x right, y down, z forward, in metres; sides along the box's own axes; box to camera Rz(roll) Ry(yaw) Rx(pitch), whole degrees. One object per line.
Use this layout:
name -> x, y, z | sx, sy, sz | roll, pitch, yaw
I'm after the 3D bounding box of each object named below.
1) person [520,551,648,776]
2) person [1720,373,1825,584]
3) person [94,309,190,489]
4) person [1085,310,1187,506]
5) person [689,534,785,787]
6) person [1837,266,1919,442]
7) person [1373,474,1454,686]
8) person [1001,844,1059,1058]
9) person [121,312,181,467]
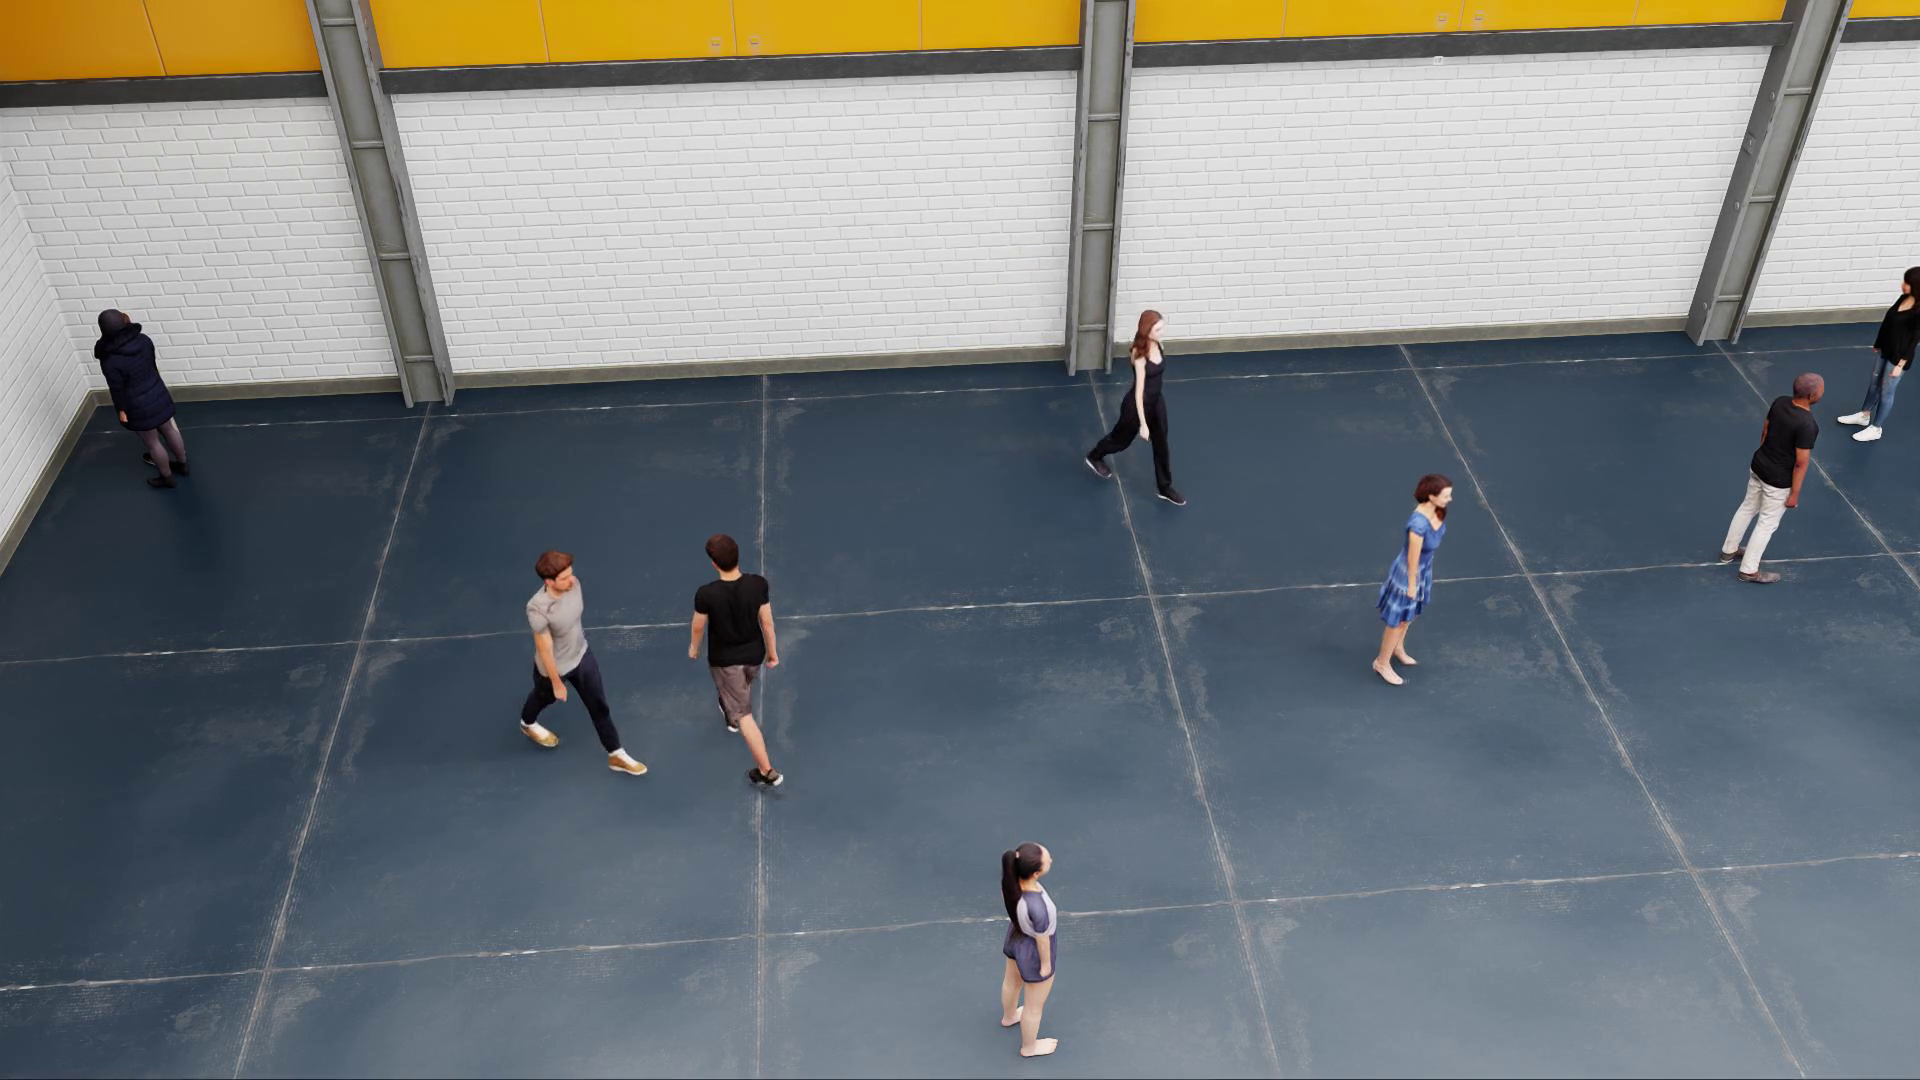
person -> -2.701, 0.782, 10.989 | 1.335, 1.834, 1.153 | 19, 42, 22
person -> 6.172, -0.492, 12.607 | 0.623, 1.805, 0.670 | -7, 39, -9
person -> -6.658, -1.159, 13.547 | 0.790, 1.674, 0.775 | 13, 40, 16
person -> 1.383, -1.104, 13.458 | 1.194, 1.702, 1.113 | 26, 45, 29
person -> -1.431, 0.828, 10.945 | 1.277, 1.818, 1.104 | -21, 43, -24
person -> 7.946, -1.599, 14.125 | 0.538, 1.640, 0.564 | -1, 39, -1
person -> 3.165, 0.258, 11.669 | 0.763, 1.805, 0.755 | 18, 42, 21
person -> 0.375, 2.270, 9.273 | 0.648, 1.651, 0.663 | -18, 42, -21
person -> -6.844, -1.280, 13.887 | 0.638, 1.439, 0.591 | 24, 44, 27
